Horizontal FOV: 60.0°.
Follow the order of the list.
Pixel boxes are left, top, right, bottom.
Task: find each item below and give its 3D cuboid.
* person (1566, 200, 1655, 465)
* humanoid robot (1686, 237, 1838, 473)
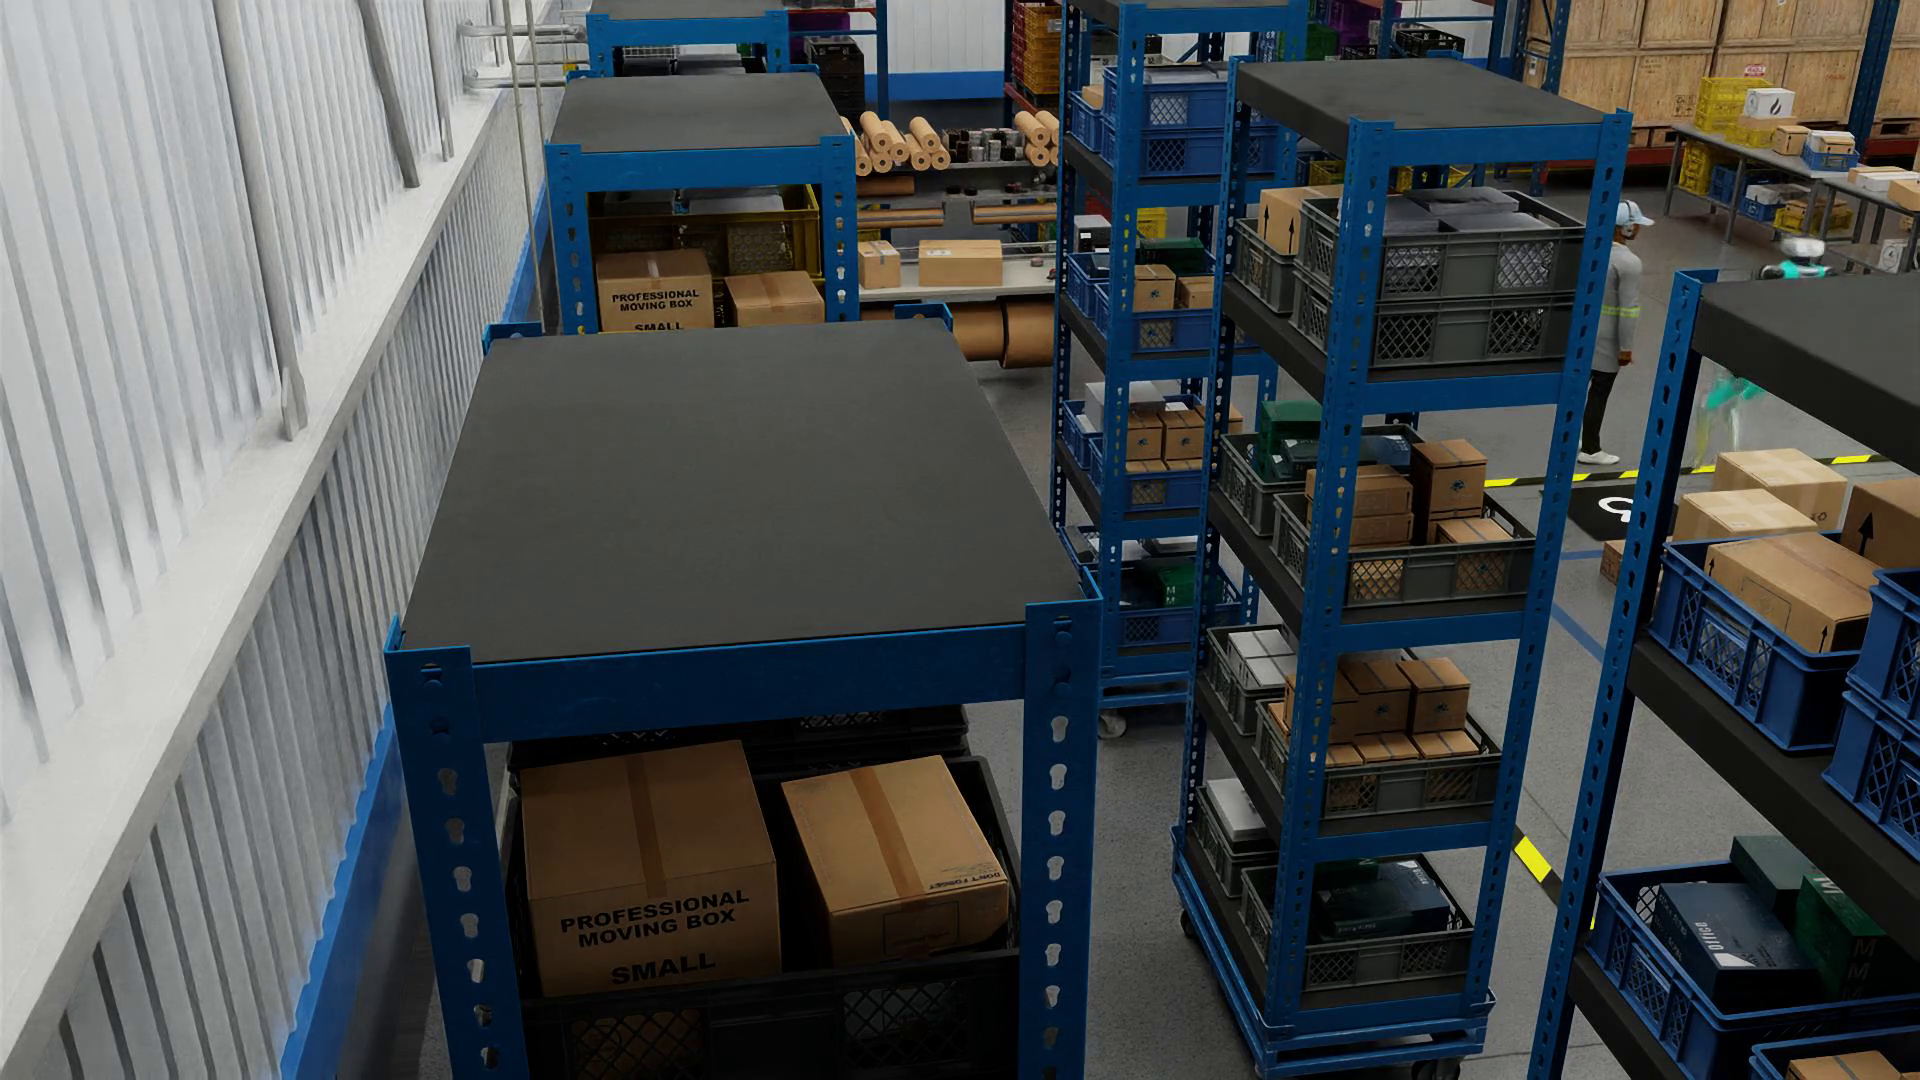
[{"bbox_3d":[4.475,-1.437,11.527,0.385,1.850,0.598,-8,26,-17],"label":"person"},{"bbox_3d":[5.350,-1.207,11.254,0.576,1.833,0.738,-5,25,-11],"label":"humanoid robot"}]
